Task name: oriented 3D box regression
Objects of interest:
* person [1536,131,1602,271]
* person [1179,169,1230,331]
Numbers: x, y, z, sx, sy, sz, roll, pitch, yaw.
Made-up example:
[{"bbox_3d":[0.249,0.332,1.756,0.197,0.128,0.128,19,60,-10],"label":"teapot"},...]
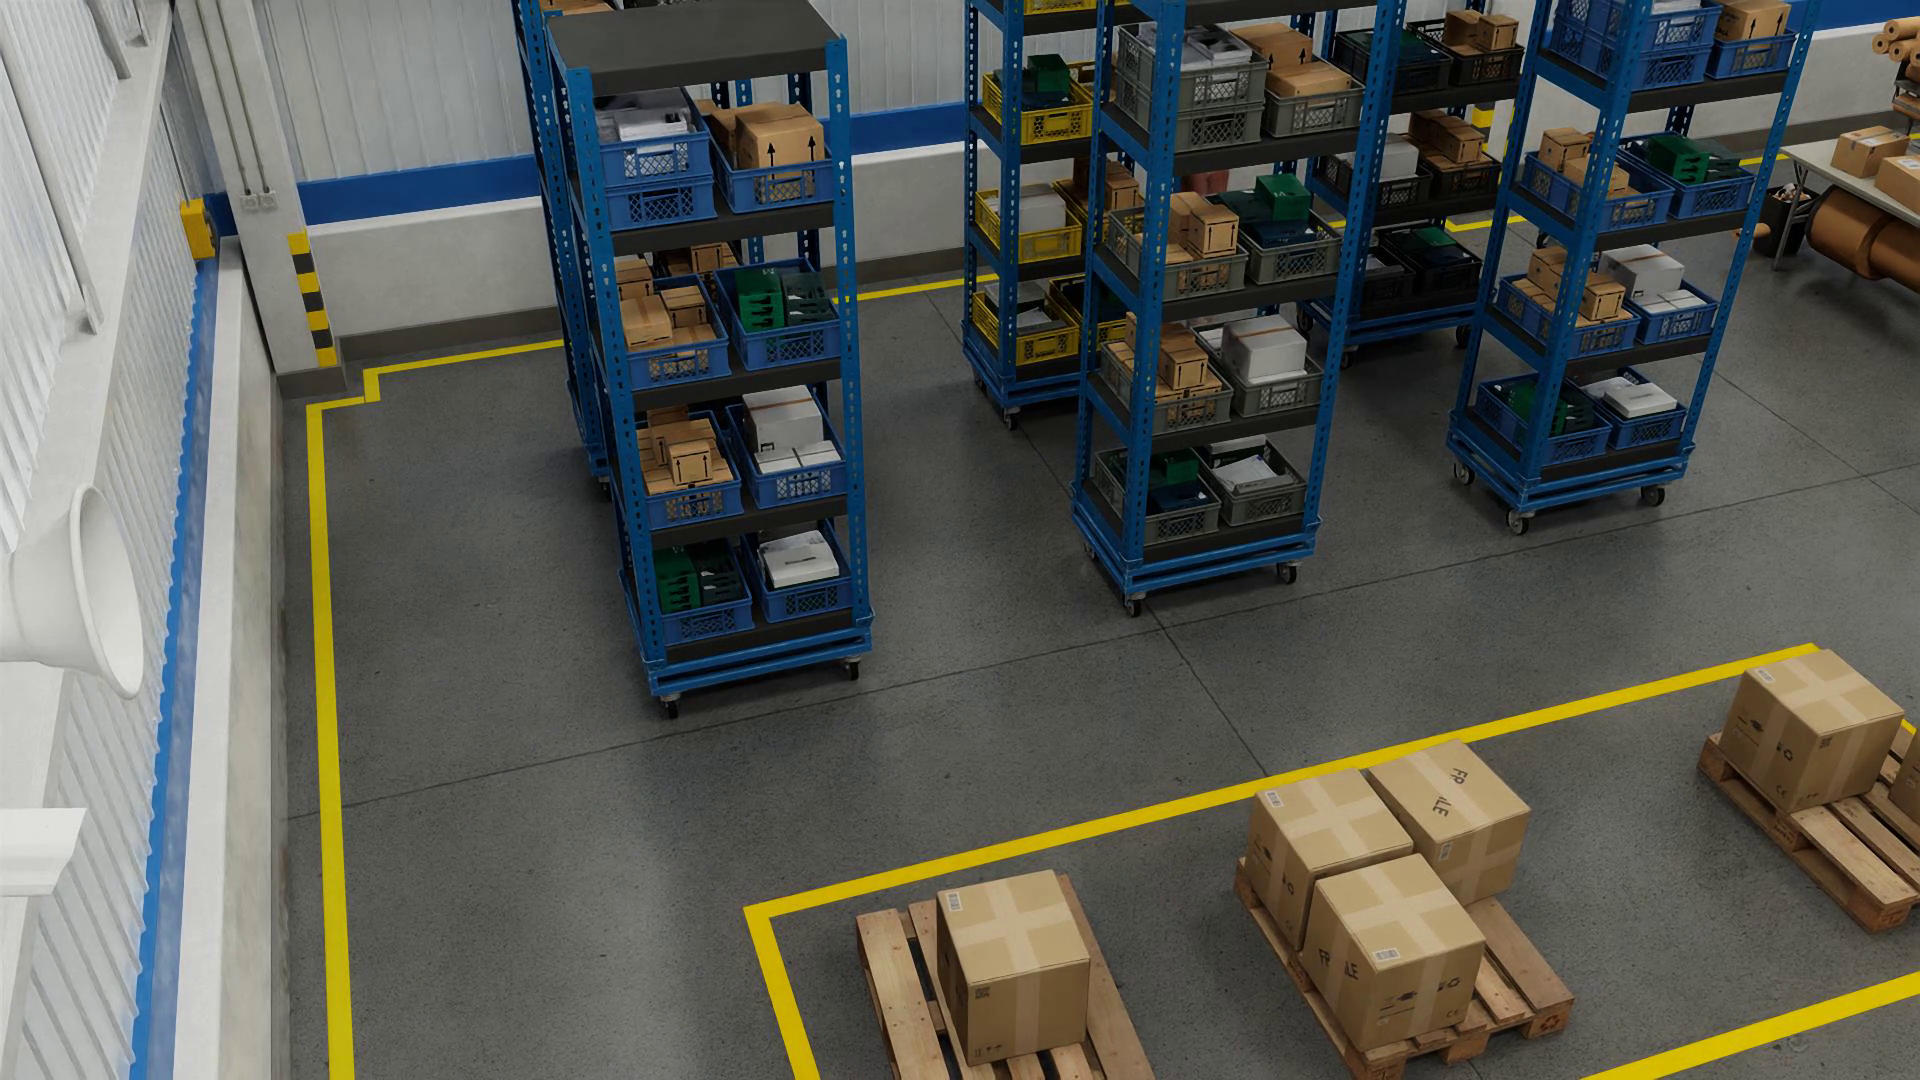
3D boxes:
[{"bbox_3d":[4.388,-2.145,11.903,0.521,1.632,0.316,18,39,24],"label":"person"},{"bbox_3d":[1.661,-2.188,11.649,0.391,1.995,0.613,16,38,21],"label":"person"}]
